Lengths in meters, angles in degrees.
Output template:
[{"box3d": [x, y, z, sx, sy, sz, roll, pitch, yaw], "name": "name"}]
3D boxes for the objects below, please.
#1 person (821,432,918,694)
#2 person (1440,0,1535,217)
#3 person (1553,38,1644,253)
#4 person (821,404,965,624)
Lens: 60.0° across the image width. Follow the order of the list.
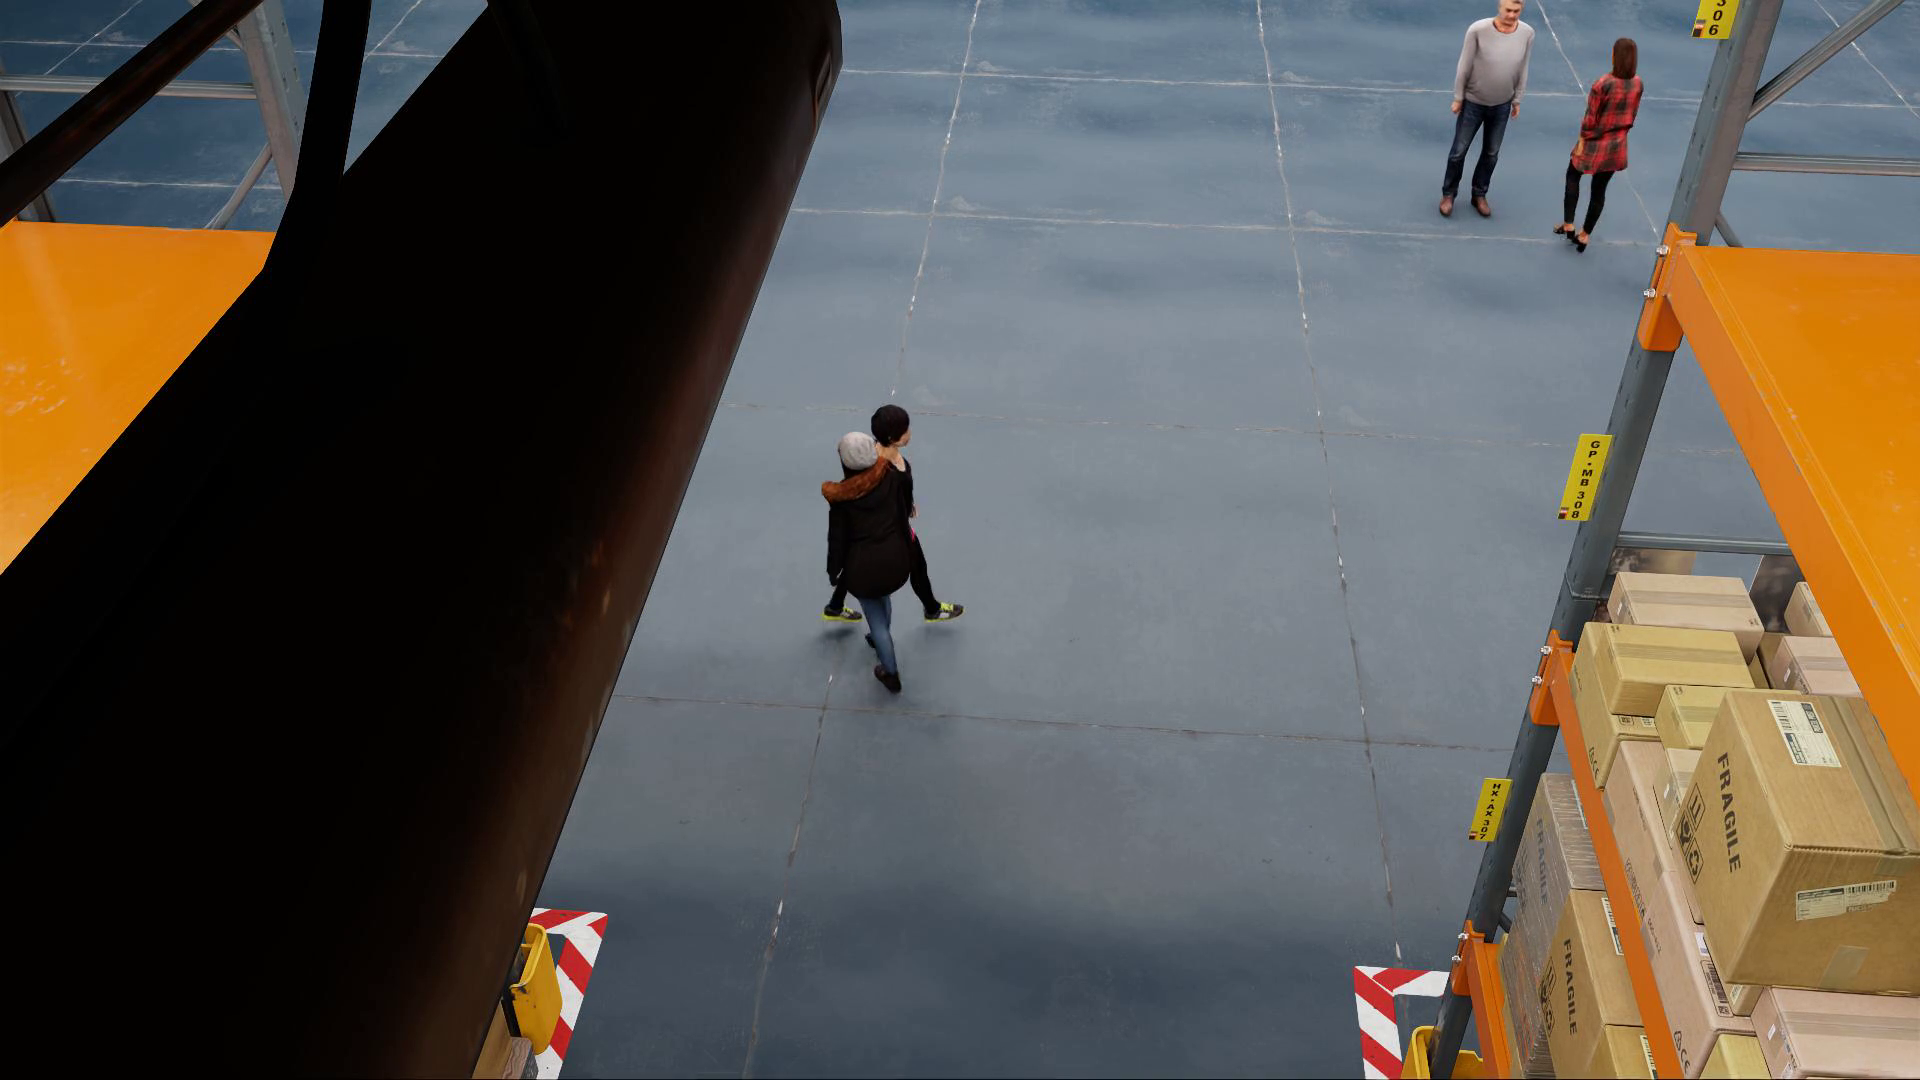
[{"box3d": [-0.419, 0.159, 8.988, 0.829, 1.610, 0.892, -22, 43, -26], "name": "person"}, {"box3d": [4.282, -3.575, 13.526, 0.722, 1.900, 0.613, 2, 38, 2], "name": "person"}, {"box3d": [5.064, -3.035, 13.015, 0.696, 1.678, 0.694, -6, 38, -8], "name": "person"}, {"box3d": [-0.492, -0.090, 9.388, 0.834, 1.508, 1.057, -8, 39, -10], "name": "person"}]
